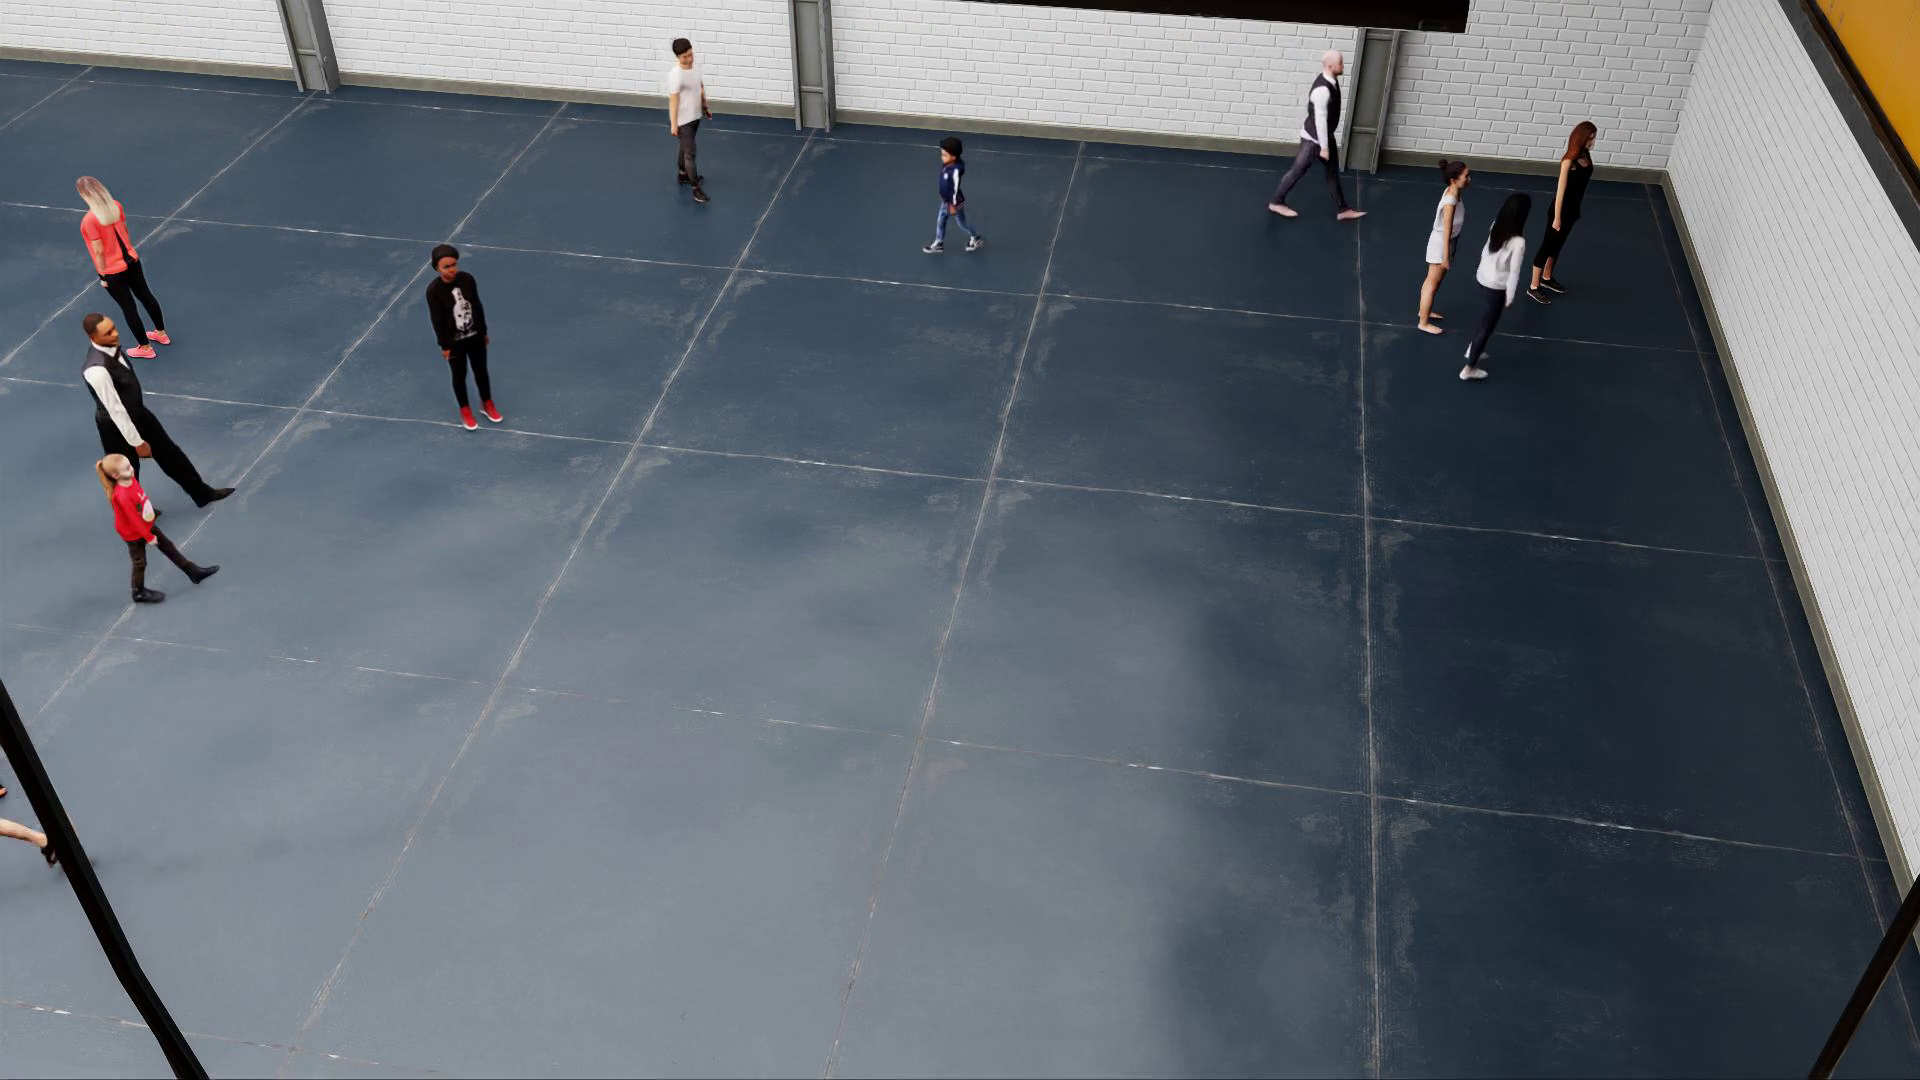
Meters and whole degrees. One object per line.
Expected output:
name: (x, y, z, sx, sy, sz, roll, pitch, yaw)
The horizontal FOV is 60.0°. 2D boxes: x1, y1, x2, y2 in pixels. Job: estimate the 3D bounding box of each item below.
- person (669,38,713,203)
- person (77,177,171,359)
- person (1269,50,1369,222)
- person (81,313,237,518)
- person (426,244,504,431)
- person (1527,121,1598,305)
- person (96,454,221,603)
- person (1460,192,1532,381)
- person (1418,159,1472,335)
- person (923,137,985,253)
person: (-2.830, -4.352, 17.000, 0.870, 1.679, 0.811, 6, 39, 8)
person: (-7.336, -2.389, 14.530, 0.551, 1.693, 0.608, 10, 40, 12)
person: (3.442, -3.946, 16.419, 1.266, 1.769, 0.842, 12, 40, 15)
person: (-6.366, -0.865, 12.473, 1.249, 1.878, 0.979, -7, 39, -9)
person: (-4.090, -1.686, 13.664, 0.662, 1.676, 0.712, -26, 45, -29)
person: (5.566, -3.044, 15.326, 0.642, 1.724, 0.675, -31, 48, -33)
person: (-5.971, -0.066, 11.970, 0.910, 1.257, 0.699, -8, 39, -10)
person: (4.530, -2.194, 14.301, 0.822, 1.675, 0.777, -6, 39, -8)
person: (4.329, -2.644, 14.922, 0.575, 1.603, 0.581, 10, 40, 12)
person: (-0.015, -3.323, 16.091, 0.914, 1.204, 0.752, -11, 40, -14)
